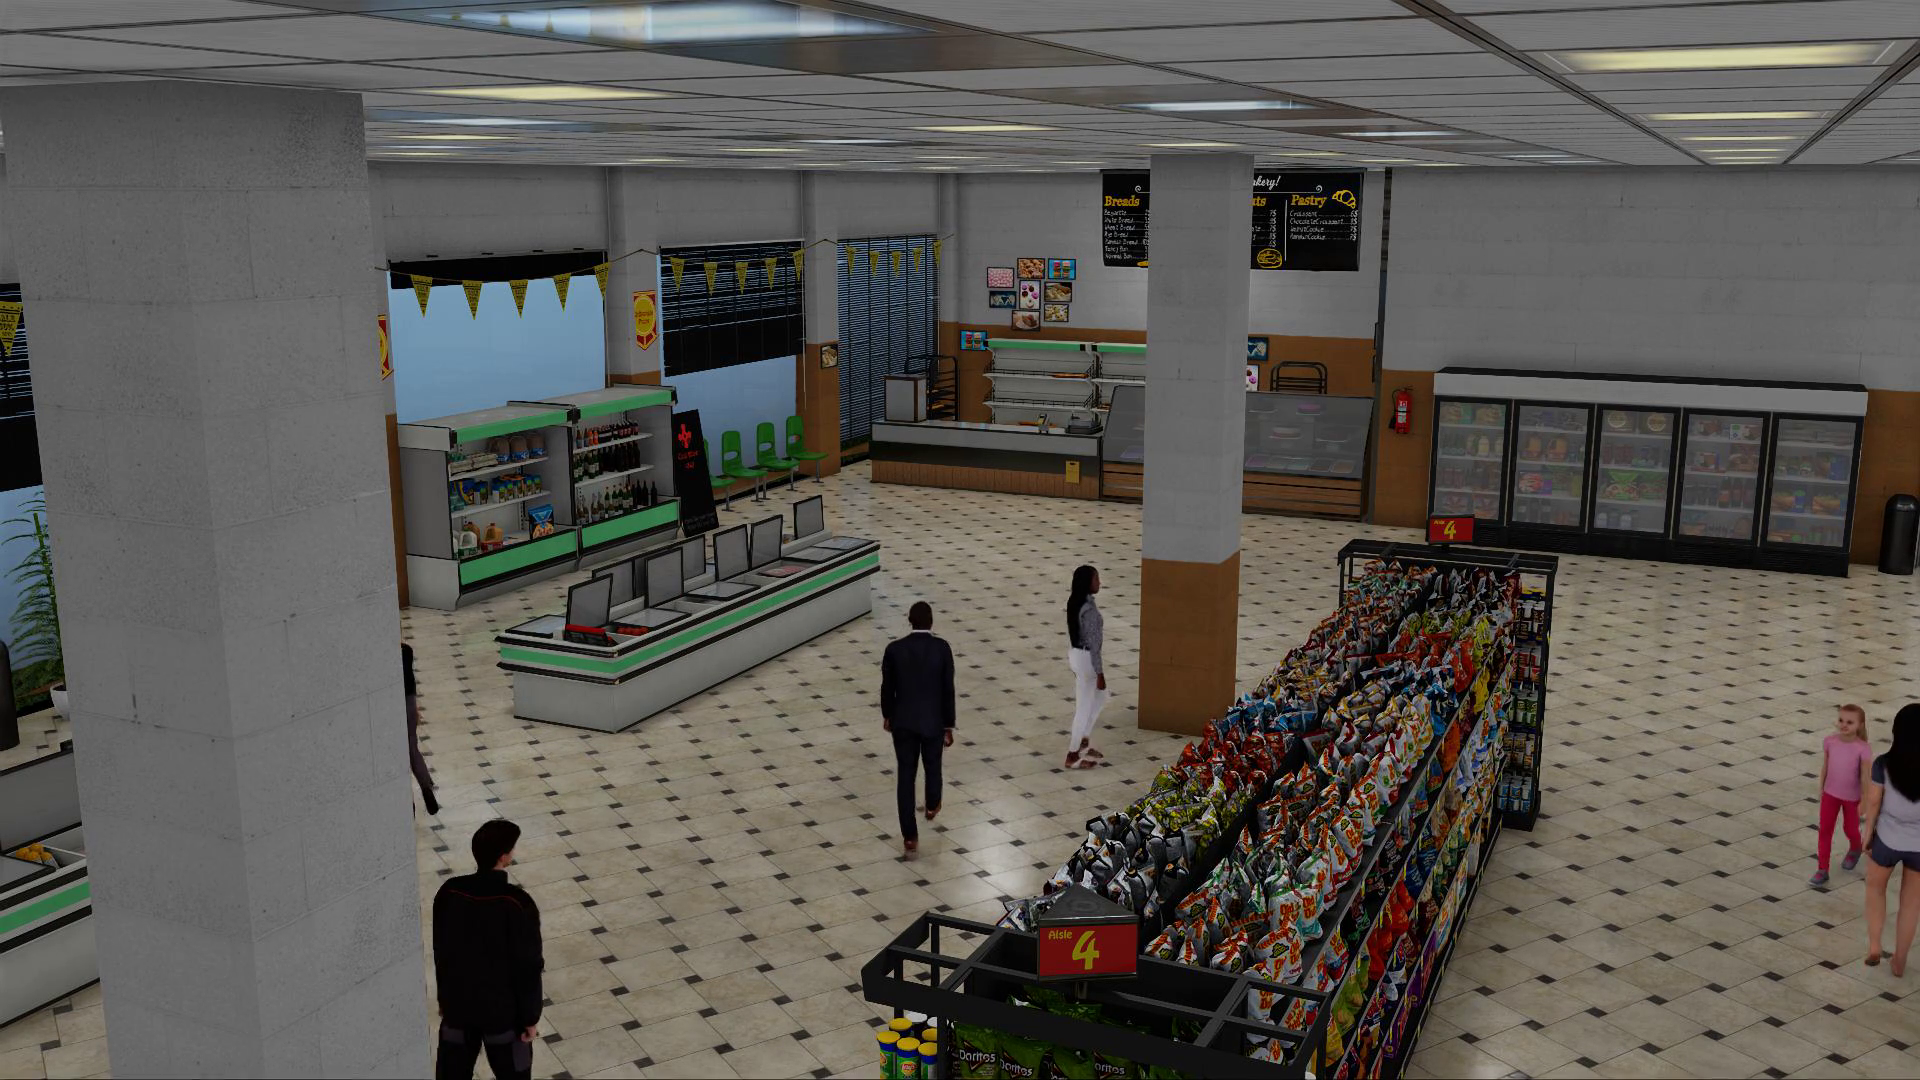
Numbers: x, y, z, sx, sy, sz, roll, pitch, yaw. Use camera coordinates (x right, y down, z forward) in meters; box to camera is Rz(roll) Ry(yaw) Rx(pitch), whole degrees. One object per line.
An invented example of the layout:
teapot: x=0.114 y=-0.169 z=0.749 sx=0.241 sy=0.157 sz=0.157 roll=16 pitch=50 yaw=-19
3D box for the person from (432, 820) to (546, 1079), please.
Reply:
person: x=-2.276 y=2.231 z=7.759 sx=0.924 sy=1.809 sz=1.065 roll=1 pitch=12 yaw=6

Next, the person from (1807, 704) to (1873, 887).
person: x=6.104 y=1.739 z=11.446 sx=0.936 sy=1.254 sz=0.710 roll=-11 pitch=16 yaw=-42

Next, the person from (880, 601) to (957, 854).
person: x=-0.309 y=1.369 z=11.941 sx=0.991 sy=1.773 sz=1.286 roll=1 pitch=12 yaw=4

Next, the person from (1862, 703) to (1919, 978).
person: x=5.632 y=1.834 z=9.926 sx=0.617 sy=1.693 sz=0.675 roll=6 pitch=13 yaw=27

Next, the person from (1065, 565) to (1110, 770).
person: x=0.942 y=1.048 z=13.615 sx=0.799 sy=1.712 sz=0.716 roll=-1 pitch=12 yaw=-6
